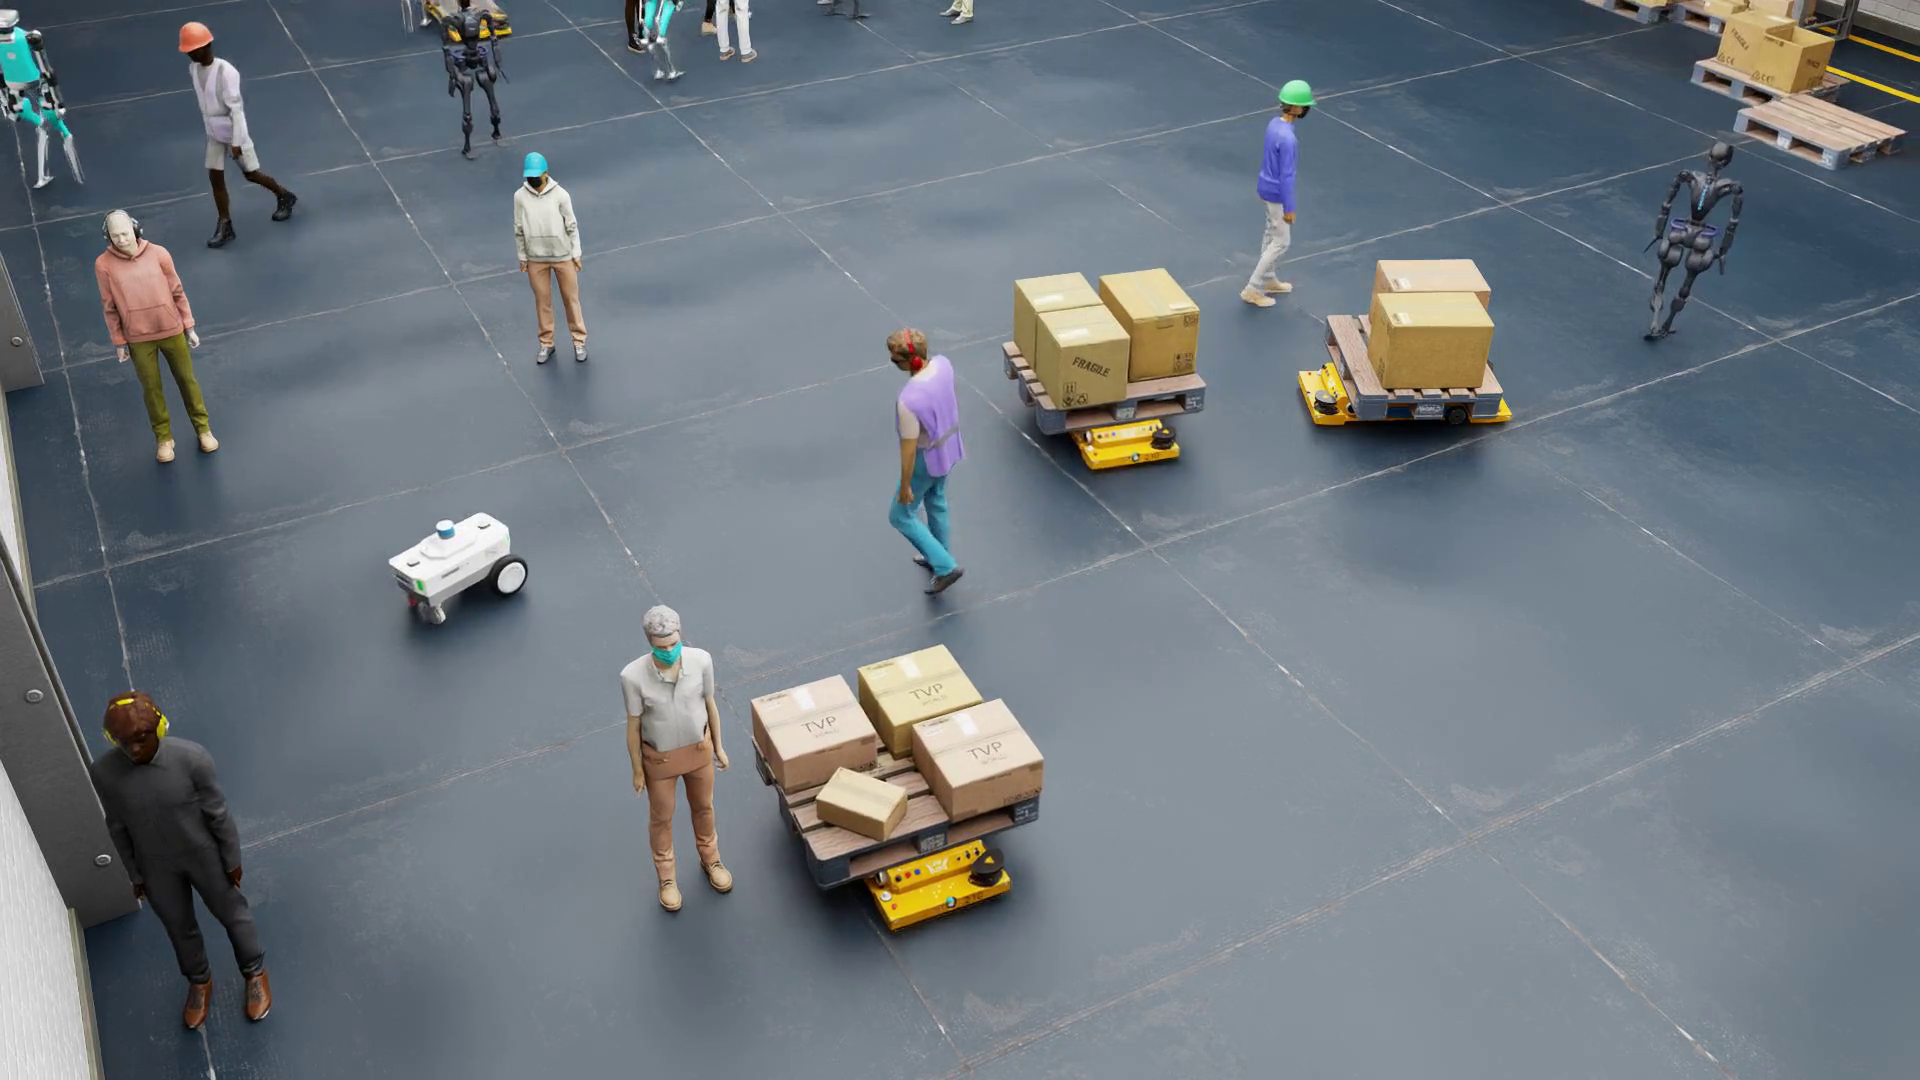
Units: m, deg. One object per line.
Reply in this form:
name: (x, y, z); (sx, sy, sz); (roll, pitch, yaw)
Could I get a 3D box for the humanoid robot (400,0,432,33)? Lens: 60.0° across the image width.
humanoid robot: (-6.296, -6.608, 18.943); (0.547, 1.876, 0.743); (-1, 35, -2)

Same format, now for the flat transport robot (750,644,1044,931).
flat transport robot: (-0.339, 1.399, 8.718); (0.659, 0.231, 1.431); (-15, 38, -20)

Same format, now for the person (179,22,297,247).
person: (-6.310, -3.547, 14.358); (0.538, 1.900, 0.899); (15, 38, 20)

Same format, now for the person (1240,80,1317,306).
person: (2.552, -2.755, 13.280); (0.407, 1.871, 0.475); (-1, 35, -1)

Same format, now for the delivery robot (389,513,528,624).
delivery robot: (-3.104, 0.141, 10.269); (0.501, 0.600, 0.771); (26, 42, 32)

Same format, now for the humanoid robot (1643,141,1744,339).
humanoid robot: (5.579, -2.270, 12.747); (0.607, 1.640, 0.475); (19, 39, 25)

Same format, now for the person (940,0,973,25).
person: (0.011, -6.928, 19.233); (0.390, 1.846, 0.565); (-13, 37, -17)

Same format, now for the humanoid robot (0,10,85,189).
humanoid robot: (-8.425, -3.993, 15.215); (0.541, 1.848, 0.784); (-8, 36, -11)

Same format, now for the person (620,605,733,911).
person: (-1.354, 1.030, 7.956); (0.470, 1.748, 0.320); (-16, 38, -22)

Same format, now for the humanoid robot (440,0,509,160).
humanoid robot: (-4.674, -4.532, 15.976); (0.585, 1.641, 0.424); (-22, 41, -28)

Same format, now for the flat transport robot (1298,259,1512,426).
flat transport robot: (3.277, -1.099, 12.285); (1.431, 0.231, 0.659); (-1, 35, -1)

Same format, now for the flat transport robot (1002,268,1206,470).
flat transport robot: (1.031, -0.989, 12.128); (0.659, 0.231, 1.431); (-9, 36, -13)

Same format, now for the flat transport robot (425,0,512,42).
flat transport robot: (-5.789, -6.172, 19.528); (0.659, 0.231, 1.431); (-17, 39, -23)

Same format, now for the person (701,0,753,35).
person: (-2.742, -6.673, 19.037); (0.845, 1.649, 0.537); (-26, 43, -32)

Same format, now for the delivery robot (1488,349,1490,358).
delivery robot: (3.646, -1.572, 12.725); (0.499, 0.611, 0.814); (-27, 43, -33)

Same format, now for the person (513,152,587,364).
person: (-3.083, -2.116, 12.510); (0.475, 1.675, 0.376); (-2, 35, -3)

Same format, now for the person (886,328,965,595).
person: (-0.173, -0.488, 10.061); (0.422, 1.826, 0.681); (17, 39, 23)

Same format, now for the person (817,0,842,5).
person: (-1.596, -7.387, 19.807); (0.428, 1.938, 0.565); (-7, 36, -9)

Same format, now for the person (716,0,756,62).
person: (-2.497, -6.166, 18.116); (0.572, 1.880, 0.358); (11, 37, 15)

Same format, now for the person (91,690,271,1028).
person: (-3.416, 1.405, 7.323); (0.495, 1.870, 0.364); (-7, 36, -10)

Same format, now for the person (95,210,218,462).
person: (-5.505, -1.409, 11.361); (0.535, 1.835, 0.351); (-16, 38, -22)

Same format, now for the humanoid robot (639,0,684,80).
humanoid robot: (-3.230, -5.728, 17.580); (0.539, 1.749, 0.718); (7, 36, 10)

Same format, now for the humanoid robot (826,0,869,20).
humanoid robot: (-1.362, -6.921, 19.388); (0.450, 1.642, 0.595); (-10, 36, -14)

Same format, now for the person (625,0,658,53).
person: (-3.580, -6.423, 18.410); (0.363, 1.962, 0.611); (12, 37, 16)
